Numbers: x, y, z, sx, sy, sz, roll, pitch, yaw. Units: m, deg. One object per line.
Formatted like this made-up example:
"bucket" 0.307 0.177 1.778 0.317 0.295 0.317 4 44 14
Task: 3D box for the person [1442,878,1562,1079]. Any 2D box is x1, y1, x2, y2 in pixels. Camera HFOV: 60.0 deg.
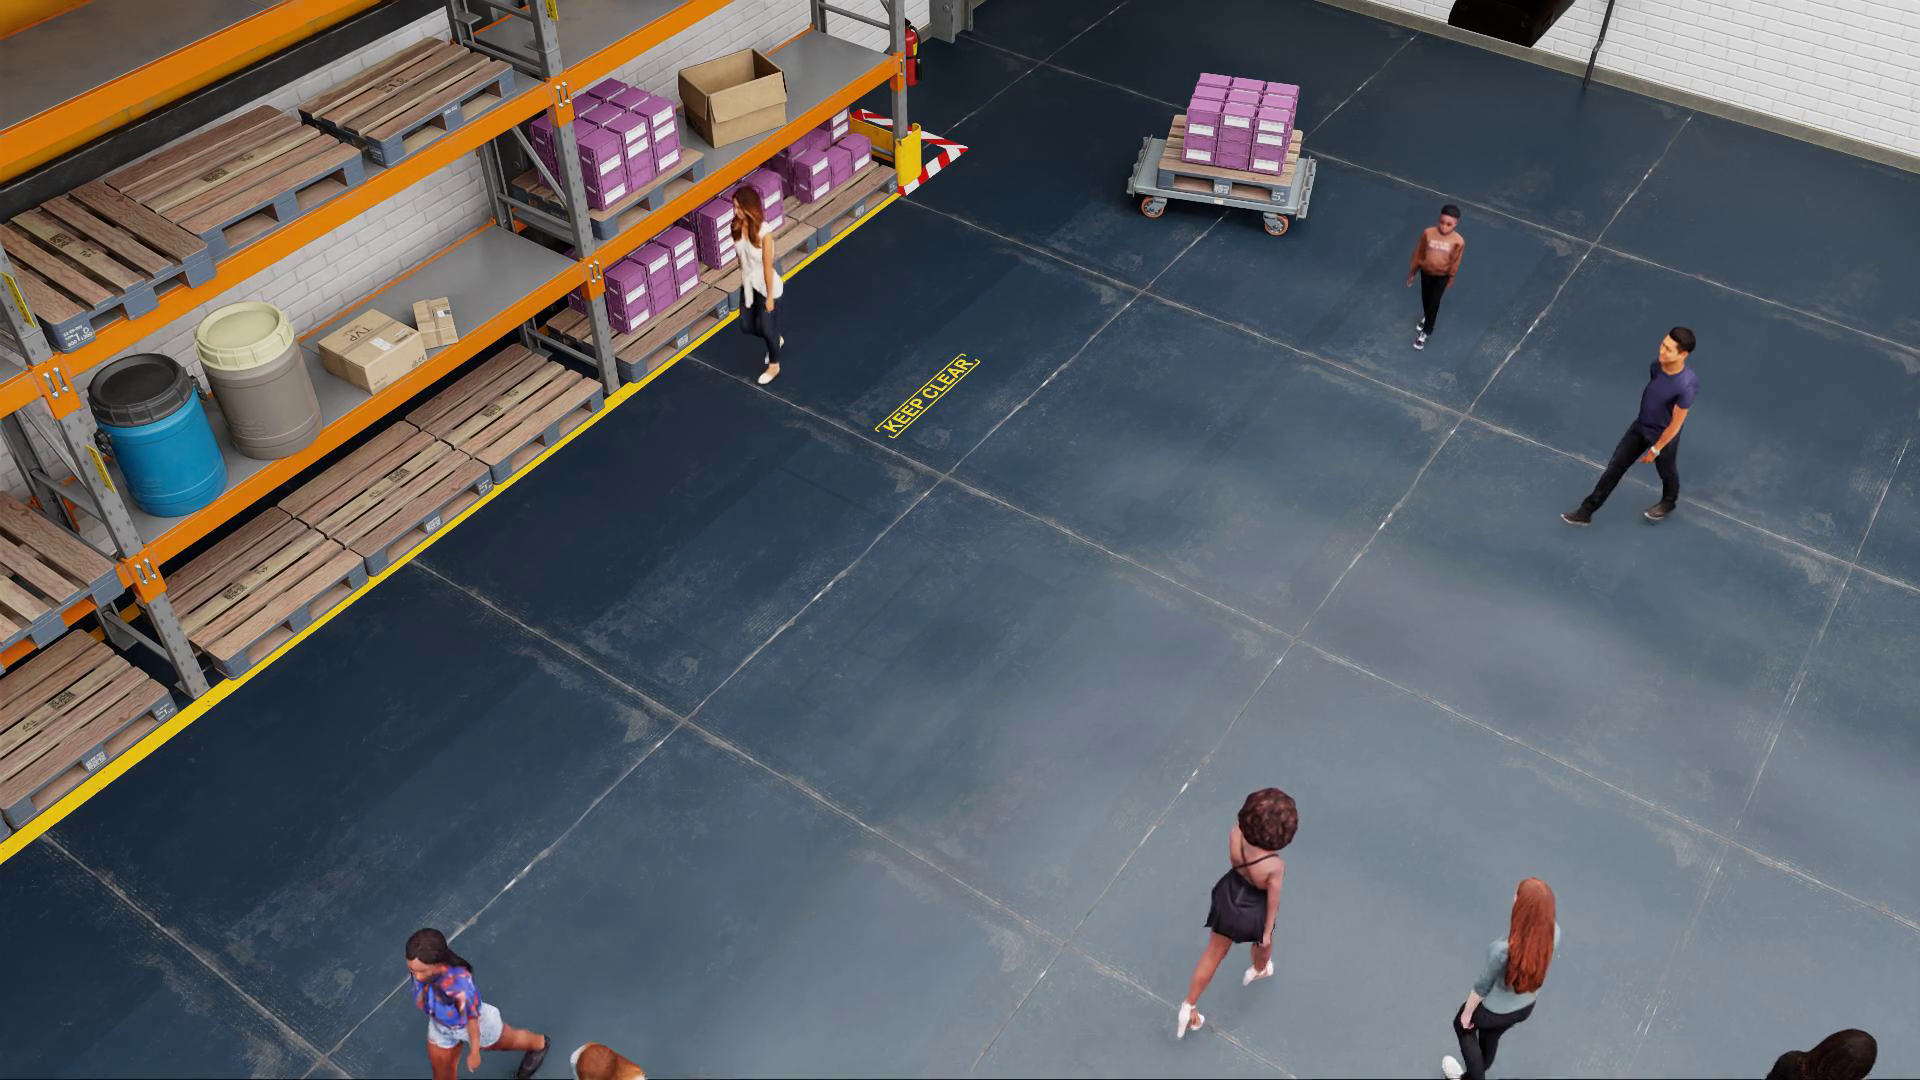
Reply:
"person" 2.821 2.440 8.520 0.837 1.721 0.885 -16 46 -16

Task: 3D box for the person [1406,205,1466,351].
"person" 3.968 -2.260 13.807 0.530 1.232 0.745 26 49 25

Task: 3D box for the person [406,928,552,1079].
"person" -2.476 2.444 8.535 0.703 1.694 1.197 22 48 21

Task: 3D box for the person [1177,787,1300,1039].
"person" 1.455 2.038 8.924 1.032 1.746 0.659 -32 52 -29

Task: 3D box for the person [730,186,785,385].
"person" -1.526 -2.053 13.200 0.607 1.771 0.629 26 49 24

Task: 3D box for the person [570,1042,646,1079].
"person" -1.639 2.762 8.237 0.764 1.645 0.962 20 47 19

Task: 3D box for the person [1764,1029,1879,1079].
"person" 3.995 2.927 8.097 0.657 1.600 1.080 30 51 28

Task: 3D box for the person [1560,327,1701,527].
"person" 5.054 -0.759 11.869 1.254 1.733 1.083 -14 45 -14
